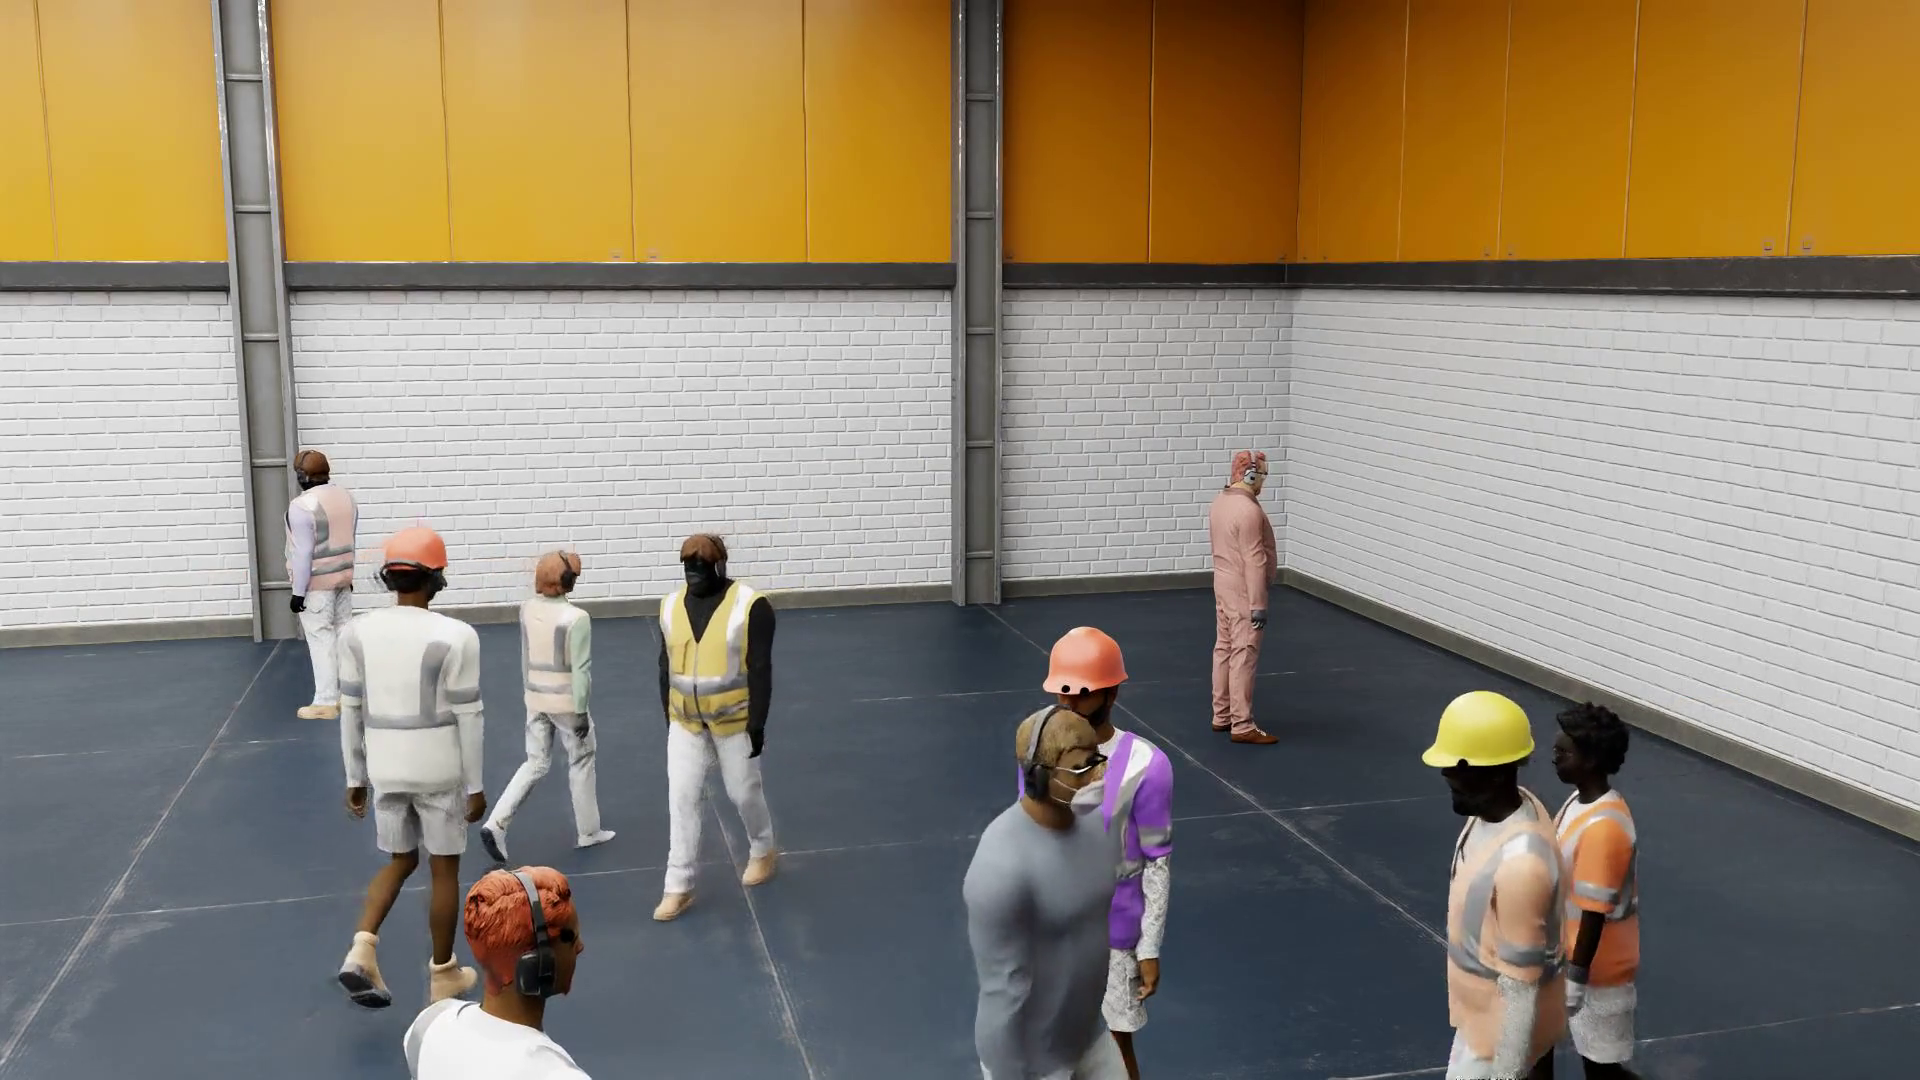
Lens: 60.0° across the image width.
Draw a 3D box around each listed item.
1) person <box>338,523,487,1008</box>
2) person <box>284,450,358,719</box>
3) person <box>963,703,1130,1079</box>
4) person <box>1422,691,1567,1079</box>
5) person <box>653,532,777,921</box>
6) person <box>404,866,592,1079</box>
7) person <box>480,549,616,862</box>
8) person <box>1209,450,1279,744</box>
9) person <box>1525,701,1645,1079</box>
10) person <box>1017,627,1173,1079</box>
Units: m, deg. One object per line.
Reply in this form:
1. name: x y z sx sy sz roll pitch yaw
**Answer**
1. person: -2.251 0.953 6.772 0.606 2.025 0.652 2 9 15
2. person: -4.378 0.301 11.392 0.428 1.840 0.631 2 9 15
3. person: 0.215 1.370 4.457 0.499 1.923 0.633 6 11 34
4. person: 1.572 1.343 4.679 0.604 1.899 0.624 2 9 13
5. person: -1.178 0.856 8.016 0.628 1.816 0.807 3 9 16
6. person: -0.874 1.569 3.338 0.584 1.882 0.337 8 12 41
7. person: -2.139 0.862 8.589 0.531 1.621 0.718 6 11 34
8. person: 1.851 0.362 10.810 0.410 1.906 0.642 -2 9 -13
9. person: 2.085 1.348 5.385 0.779 1.668 0.535 1 9 8
10. person: 0.397 1.226 5.306 0.543 1.939 0.361 5 10 28
